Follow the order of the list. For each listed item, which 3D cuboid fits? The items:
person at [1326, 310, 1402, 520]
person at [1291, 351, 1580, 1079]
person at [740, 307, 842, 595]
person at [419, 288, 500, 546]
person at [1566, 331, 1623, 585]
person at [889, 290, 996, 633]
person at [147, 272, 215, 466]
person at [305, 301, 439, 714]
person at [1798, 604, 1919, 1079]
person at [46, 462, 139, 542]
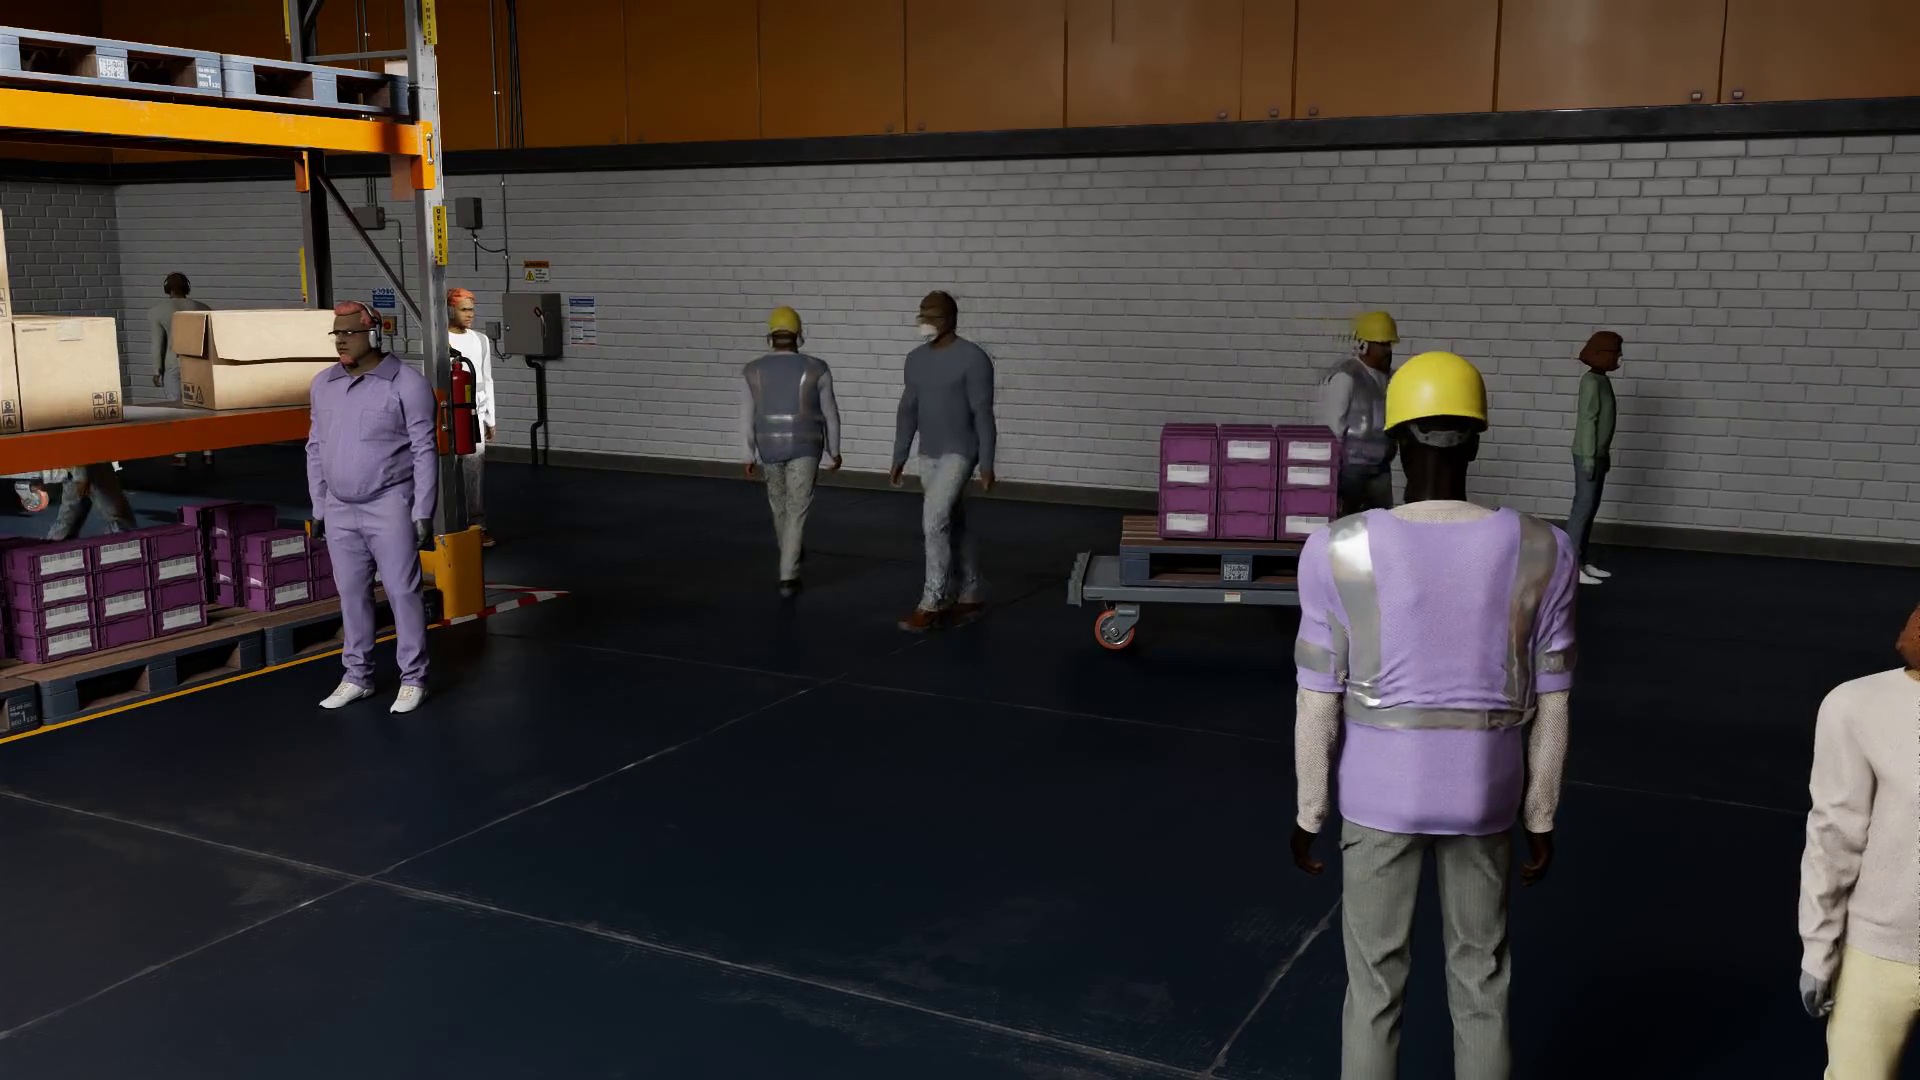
[{"bbox_3d":[2.357,-0.494,10.056,0.625,1.797,0.742,-9,13,-42],"label":"person"},{"bbox_3d":[1.007,0.556,3.612,0.585,1.918,0.377,1,10,5],"label":"person"},{"bbox_3d":[-1.059,-0.583,10.593,0.596,1.778,0.951,2,10,12],"label":"person"},{"bbox_3d":[-3.584,-0.861,11.935,0.350,1.879,0.577,7,12,37],"label":"person"},{"bbox_3d":[4.100,-0.532,10.755,0.268,1.629,0.498,6,11,31],"label":"person"},{"bbox_3d":[-0.168,-0.439,9.381,0.819,1.905,0.651,-9,13,-41],"label":"person"},{"bbox_3d":[-7.761,-1.706,16.645,0.635,1.937,0.353,-9,13,-43],"label":"person"},{"bbox_3d":[-2.733,-0.142,7.686,0.651,1.906,0.403,2,10,14],"label":"person"},{"bbox_3d":[1.829,0.793,3.098,0.495,1.626,0.285,3,10,19],"label":"person"},{"bbox_3d":[-5.206,-0.432,9.970,0.896,1.695,0.502,-6,11,-31],"label":"person"}]
